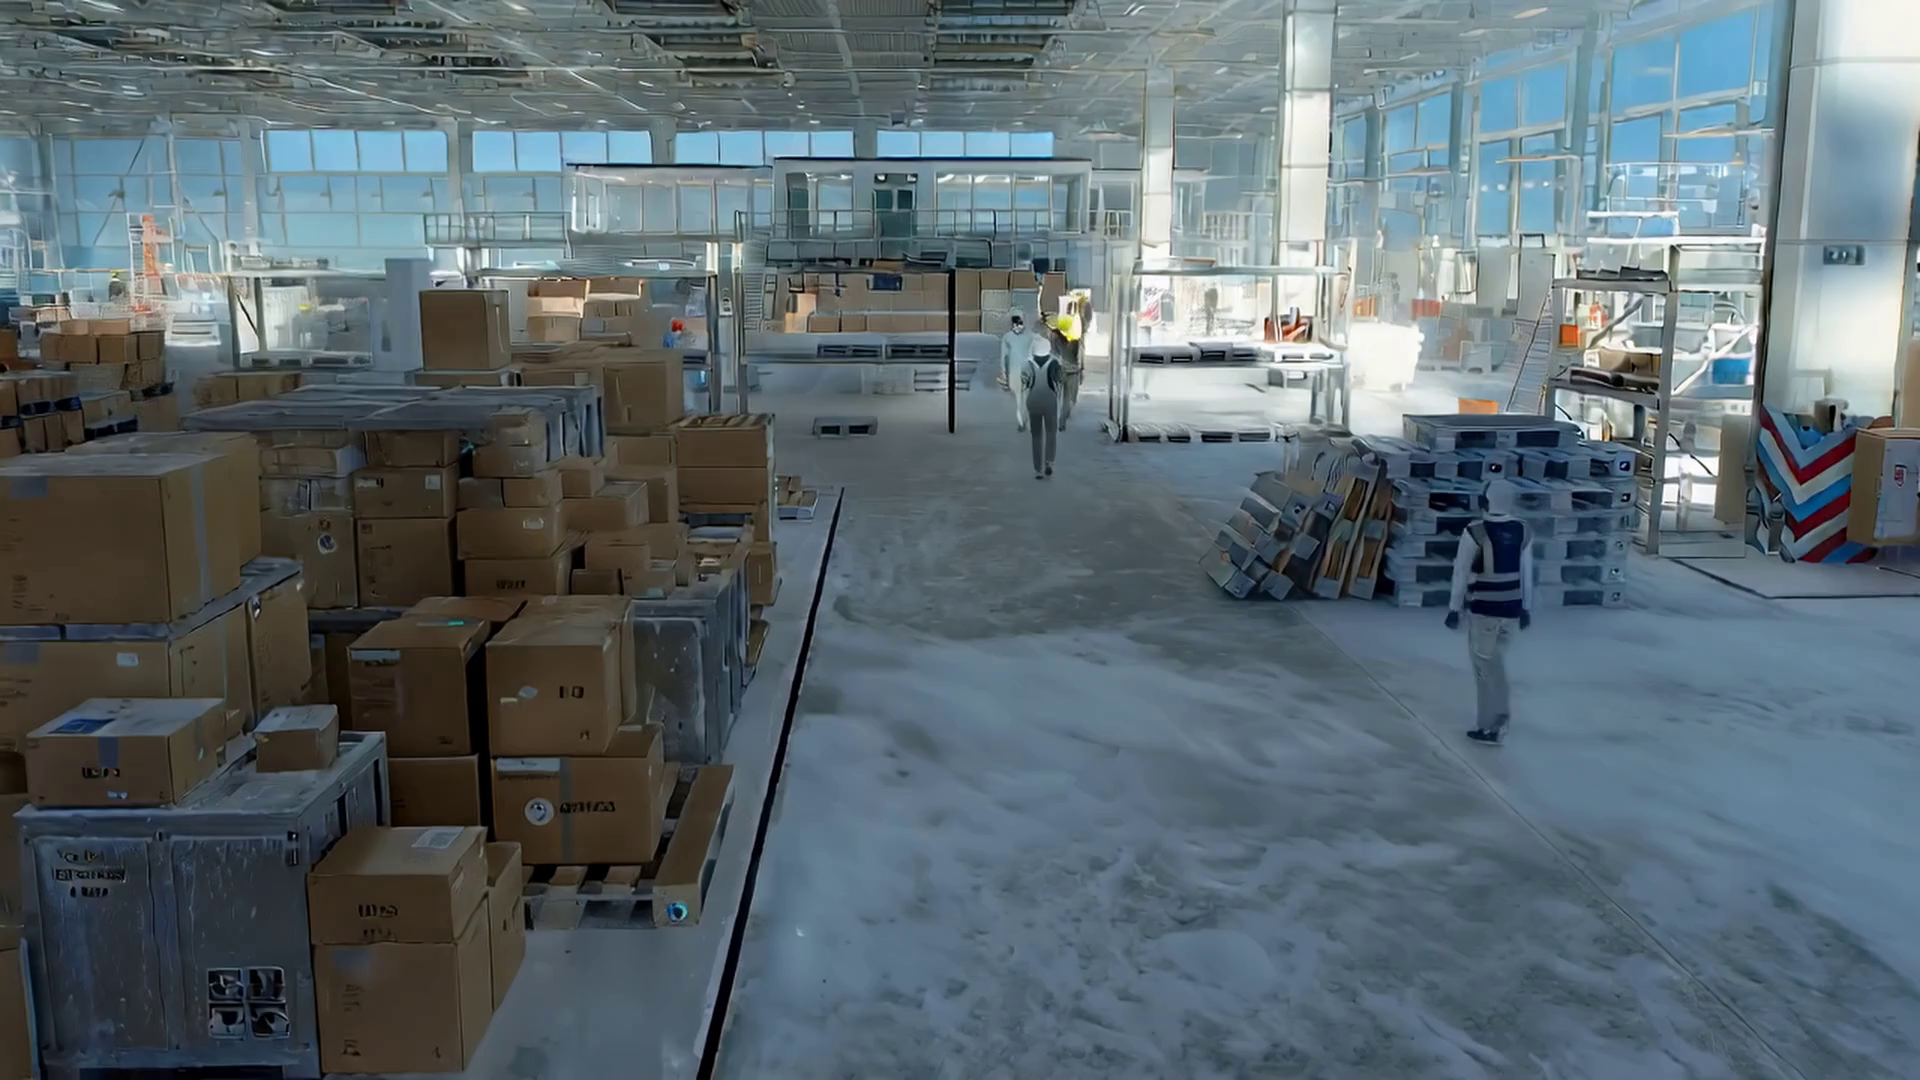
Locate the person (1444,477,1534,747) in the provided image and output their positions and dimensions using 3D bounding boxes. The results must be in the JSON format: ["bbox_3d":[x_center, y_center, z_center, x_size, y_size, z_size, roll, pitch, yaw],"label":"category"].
[{"bbox_3d":[3.197,0.433,10.080,0.517,1.624,0.440,-4,11,-23],"label":"person"}]

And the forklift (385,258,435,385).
[{"bbox_3d":[-6.955,-2.200,21.236,1.873,2.768,1.129,0,10,-2],"label":"forklift"}]

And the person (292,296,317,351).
[{"bbox_3d":[-15.541,-4.896,39.386,0.556,1.749,0.501,1,10,7],"label":"person"}]

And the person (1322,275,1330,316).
[{"bbox_3d":[14.610,-9.953,66.951,0.637,1.969,0.511,0,10,0],"label":"person"}]

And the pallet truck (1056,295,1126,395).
[{"bbox_3d":[2.483,-3.881,33.060,1.885,1.965,0.823,-7,13,-36],"label":"pallet truck"}]

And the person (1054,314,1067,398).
[{"bbox_3d":[1.903,-3.395,31.206,0.319,1.693,0.532,2,10,12],"label":"person"}]

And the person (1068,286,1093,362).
[{"bbox_3d":[2.968,-5.419,41.851,0.666,1.911,0.725,8,13,39],"label":"person"}]

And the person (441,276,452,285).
[{"bbox_3d":[-19.399,-9.222,63.180,0.590,1.867,0.624,0,10,-2],"label":"person"}]

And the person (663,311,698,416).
[{"bbox_3d":[-4.502,-2.705,26.710,0.594,1.922,0.385,2,10,9],"label":"person"}]

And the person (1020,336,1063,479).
[{"bbox_3d":[1.045,-1.698,21.339,0.551,1.834,0.432,0,10,2],"label":"person"}]

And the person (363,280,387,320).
[{"bbox_3d":[-15.238,-5.769,43.457,0.538,2.000,0.684,2,10,8],"label":"person"}]

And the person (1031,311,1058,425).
[{"bbox_3d":[1.392,-2.846,27.593,0.650,1.893,0.494,-3,11,-15],"label":"person"}]

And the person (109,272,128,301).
[{"bbox_3d":[-29.064,-8.246,57.389,0.914,1.991,0.674,7,12,33],"label":"person"}]

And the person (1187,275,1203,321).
[{"bbox_3d":[9.022,-9.265,63.608,0.941,1.809,0.617,-10,14,-44],"label":"person"}]

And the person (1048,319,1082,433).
[{"bbox_3d":[1.635,-2.637,26.680,0.714,1.822,0.682,-6,12,-30],"label":"person"}]

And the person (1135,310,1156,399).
[{"bbox_3d":[3.614,-3.569,32.062,0.376,1.728,0.510,-2,10,-10],"label":"person"}]

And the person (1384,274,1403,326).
[{"bbox_3d":[14.941,-8.190,57.298,0.629,1.924,0.888,2,10,12],"label":"person"}]

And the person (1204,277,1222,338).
[{"bbox_3d":[8.059,-7.347,52.613,0.710,1.900,0.605,0,10,2],"label":"person"}]

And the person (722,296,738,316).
[{"bbox_3d":[-4.986,-4.379,36.238,0.326,1.861,0.498,5,11,25],"label":"person"}]

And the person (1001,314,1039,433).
[{"bbox_3d":[0.976,-2.655,26.525,0.654,1.903,0.477,1,10,8],"label":"person"}]
